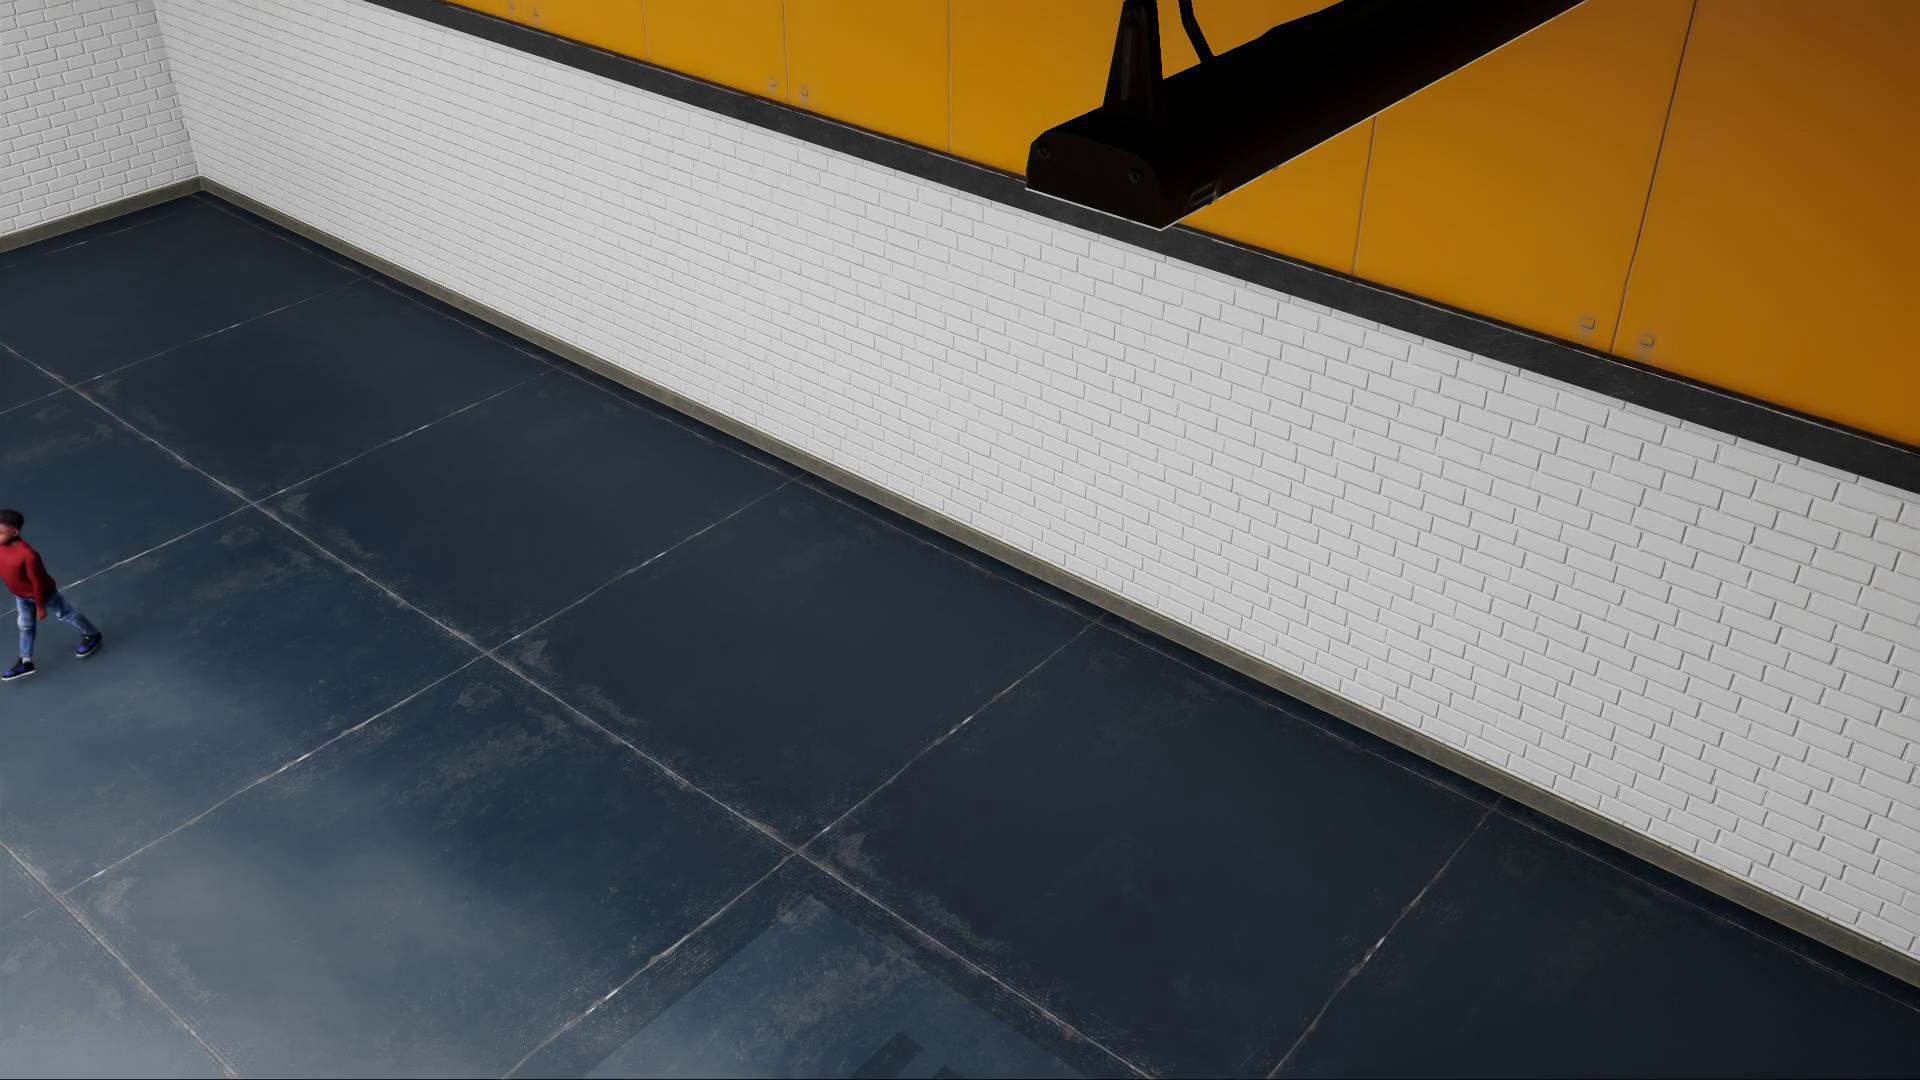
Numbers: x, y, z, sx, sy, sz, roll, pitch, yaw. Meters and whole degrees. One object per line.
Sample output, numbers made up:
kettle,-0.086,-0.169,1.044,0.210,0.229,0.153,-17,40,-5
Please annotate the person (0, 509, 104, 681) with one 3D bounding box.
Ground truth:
person,-6.103,0.308,11.091,0.597,1.218,0.918,18,37,25
